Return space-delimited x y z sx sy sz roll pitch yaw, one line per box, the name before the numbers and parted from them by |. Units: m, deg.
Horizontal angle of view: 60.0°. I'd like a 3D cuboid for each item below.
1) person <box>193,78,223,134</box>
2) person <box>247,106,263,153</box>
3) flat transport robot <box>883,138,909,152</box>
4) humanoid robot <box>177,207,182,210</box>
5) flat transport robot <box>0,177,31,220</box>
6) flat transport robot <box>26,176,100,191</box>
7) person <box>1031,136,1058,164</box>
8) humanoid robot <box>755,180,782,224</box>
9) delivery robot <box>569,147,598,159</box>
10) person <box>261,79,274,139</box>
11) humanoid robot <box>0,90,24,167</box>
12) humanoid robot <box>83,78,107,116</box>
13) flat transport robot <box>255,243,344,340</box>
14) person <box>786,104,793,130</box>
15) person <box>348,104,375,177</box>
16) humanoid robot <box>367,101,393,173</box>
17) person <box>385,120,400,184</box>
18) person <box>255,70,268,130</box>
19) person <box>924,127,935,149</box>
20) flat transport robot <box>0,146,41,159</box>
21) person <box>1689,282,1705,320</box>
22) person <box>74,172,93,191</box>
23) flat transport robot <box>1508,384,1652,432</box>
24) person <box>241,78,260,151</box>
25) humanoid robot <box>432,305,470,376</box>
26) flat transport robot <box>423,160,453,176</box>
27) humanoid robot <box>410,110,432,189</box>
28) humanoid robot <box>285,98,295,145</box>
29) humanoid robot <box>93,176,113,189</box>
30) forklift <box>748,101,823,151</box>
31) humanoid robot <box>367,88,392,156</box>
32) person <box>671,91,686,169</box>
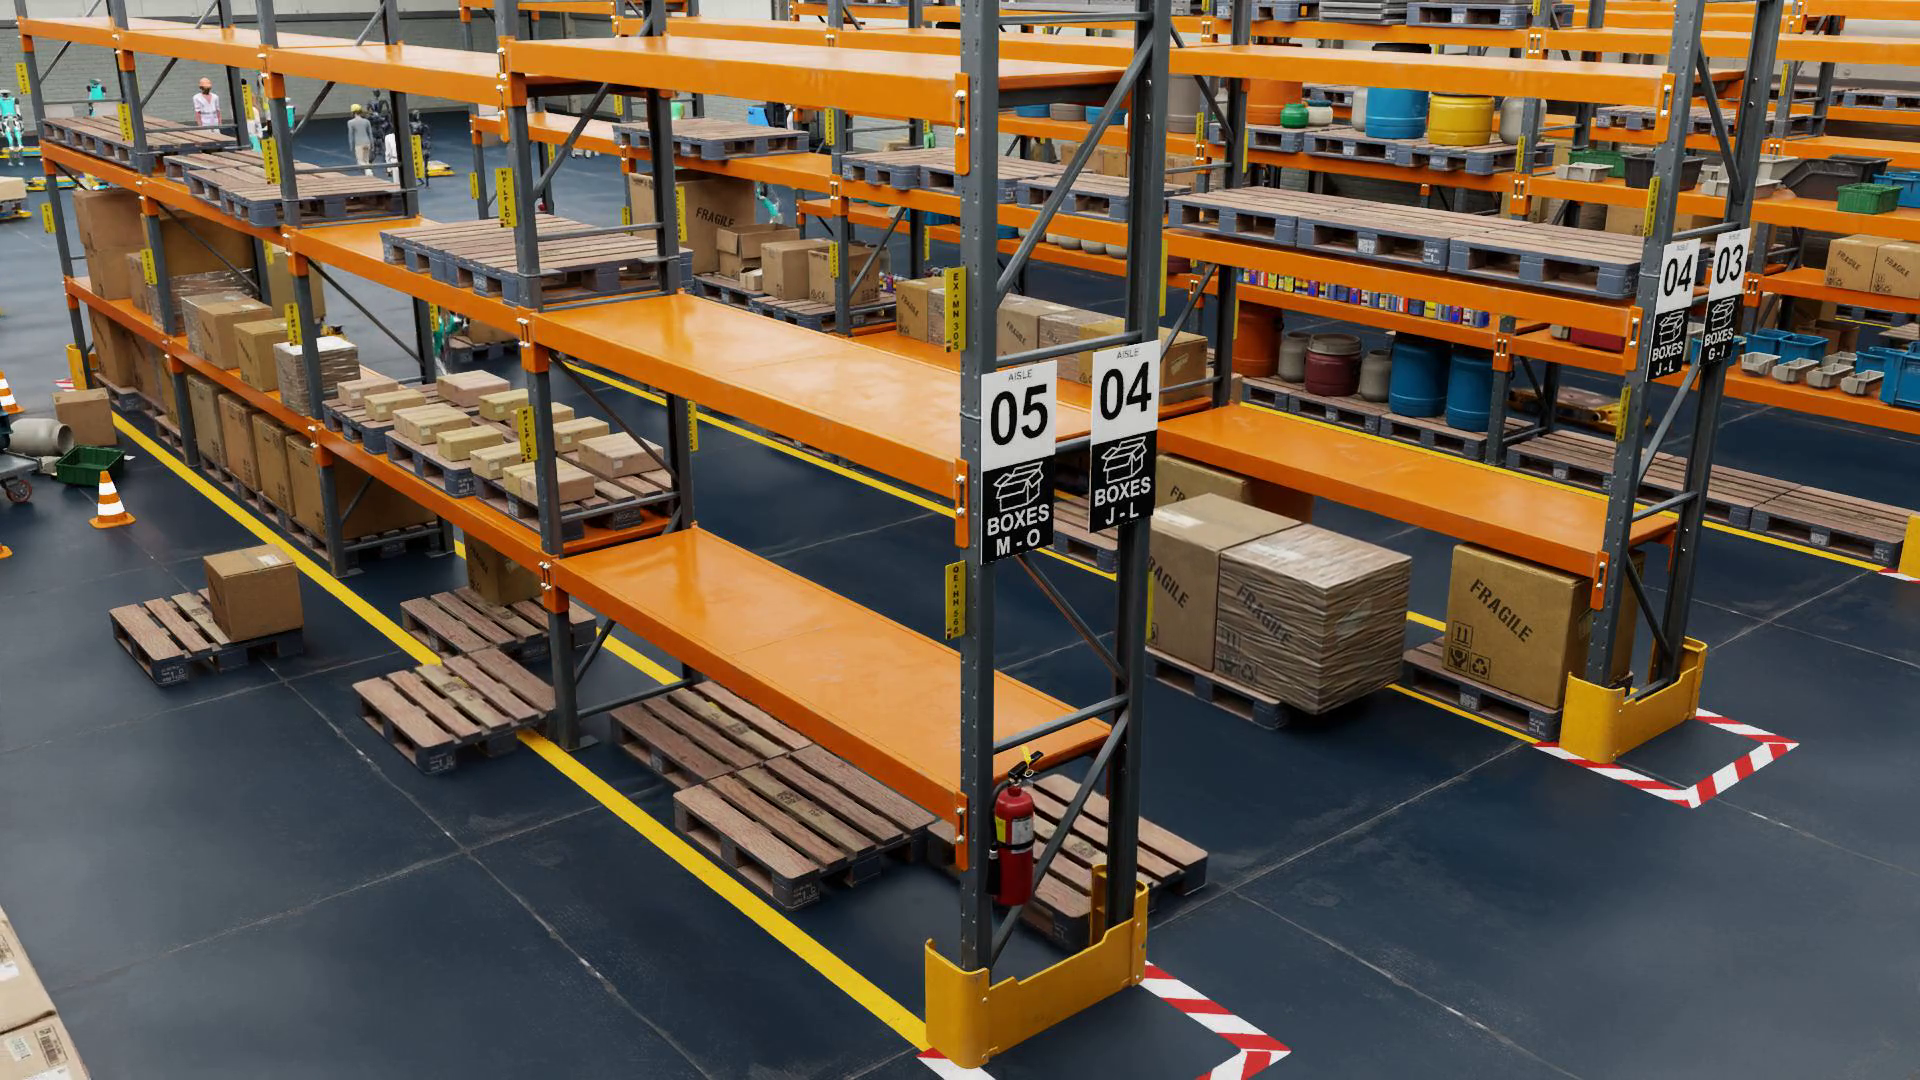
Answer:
person | -17.788 -9.904 39.445 0.365 2.048 0.606 15 24 37
person | -15.734 -8.976 37.043 0.593 1.888 0.435 5 20 15
flat transport robot | -1.178 -8.037 36.809 0.659 0.231 1.431 -8 21 -22
humanoid robot | -11.108 -4.278 23.994 0.612 1.638 0.470 13 23 33
flat transport robot | -18.323 -6.098 31.292 0.659 0.231 1.431 7 20 18
flat transport robot | -19.317 -7.701 35.854 1.431 0.231 0.659 -11 22 -29
person | 1.602 -6.913 31.401 0.568 1.726 0.465 7 20 18
humanoid robot | -3.289 -6.072 29.173 0.727 1.884 0.539 -5 20 -14
delivery robot | -9.330 -9.767 41.300 0.499 0.594 0.778 7 21 20
person | -18.553 -11.568 44.703 0.316 1.697 0.539 -11 22 -28
humanoid robot | -22.423 -9.725 39.361 0.532 1.777 0.663 -13 23 -33
humanoid robot | -22.703 -11.161 43.574 0.550 1.766 1.042 4 20 11
flat transport robot | -8.615 -2.541 21.167 1.431 0.231 0.659 -6 20 -17
person | -3.639 -8.757 36.412 0.374 1.892 0.567 -5 20 -14
person | -12.981 -8.596 36.186 0.630 1.736 0.542 15 24 36
humanoid robot | -13.420 -9.236 38.162 0.731 1.638 0.609 3 20 7
person | -10.563 -7.021 31.487 0.573 1.882 0.356 -1 19 -2
person | -19.962 -12.712 47.701 0.403 1.874 0.509 -2 19 -7
person | -0.661 -7.526 33.154 0.476 1.733 0.315 15 24 36
flat transport robot | -23.201 -9.666 41.447 1.431 0.231 0.659 -10 22 -27
person | 10.057 -3.847 22.767 0.540 1.676 0.382 -17 25 -39
person | -15.871 -6.505 30.073 0.411 1.871 0.664 1 19 2
flat transport robot | 6.684 -1.449 18.059 0.659 0.231 1.431 -13 23 -33
person | -18.068 -10.776 42.236 0.794 1.842 0.413 7 21 20
humanoid robot | -5.950 -2.561 19.073 0.534 1.779 0.997 -11 22 -28
flat transport robot | -12.174 -8.541 38.243 0.659 0.231 1.431 -11 22 -28
humanoid robot | -11.550 -8.382 35.670 0.600 1.646 0.409 6 20 17
humanoid robot | -15.338 -9.056 37.545 0.708 1.817 0.531 6 20 17
humanoid robot | -12.266 -4.491 24.472 0.682 1.773 0.535 -3 20 -8
forklift | -4.526 -11.368 42.374 1.129 2.768 1.873 -15 24 -37
humanoid robot | -14.489 -10.444 41.548 0.593 1.639 0.557 -3 20 -9
person | -6.554 -9.523 38.530 0.522 1.928 0.893 3 20 7
